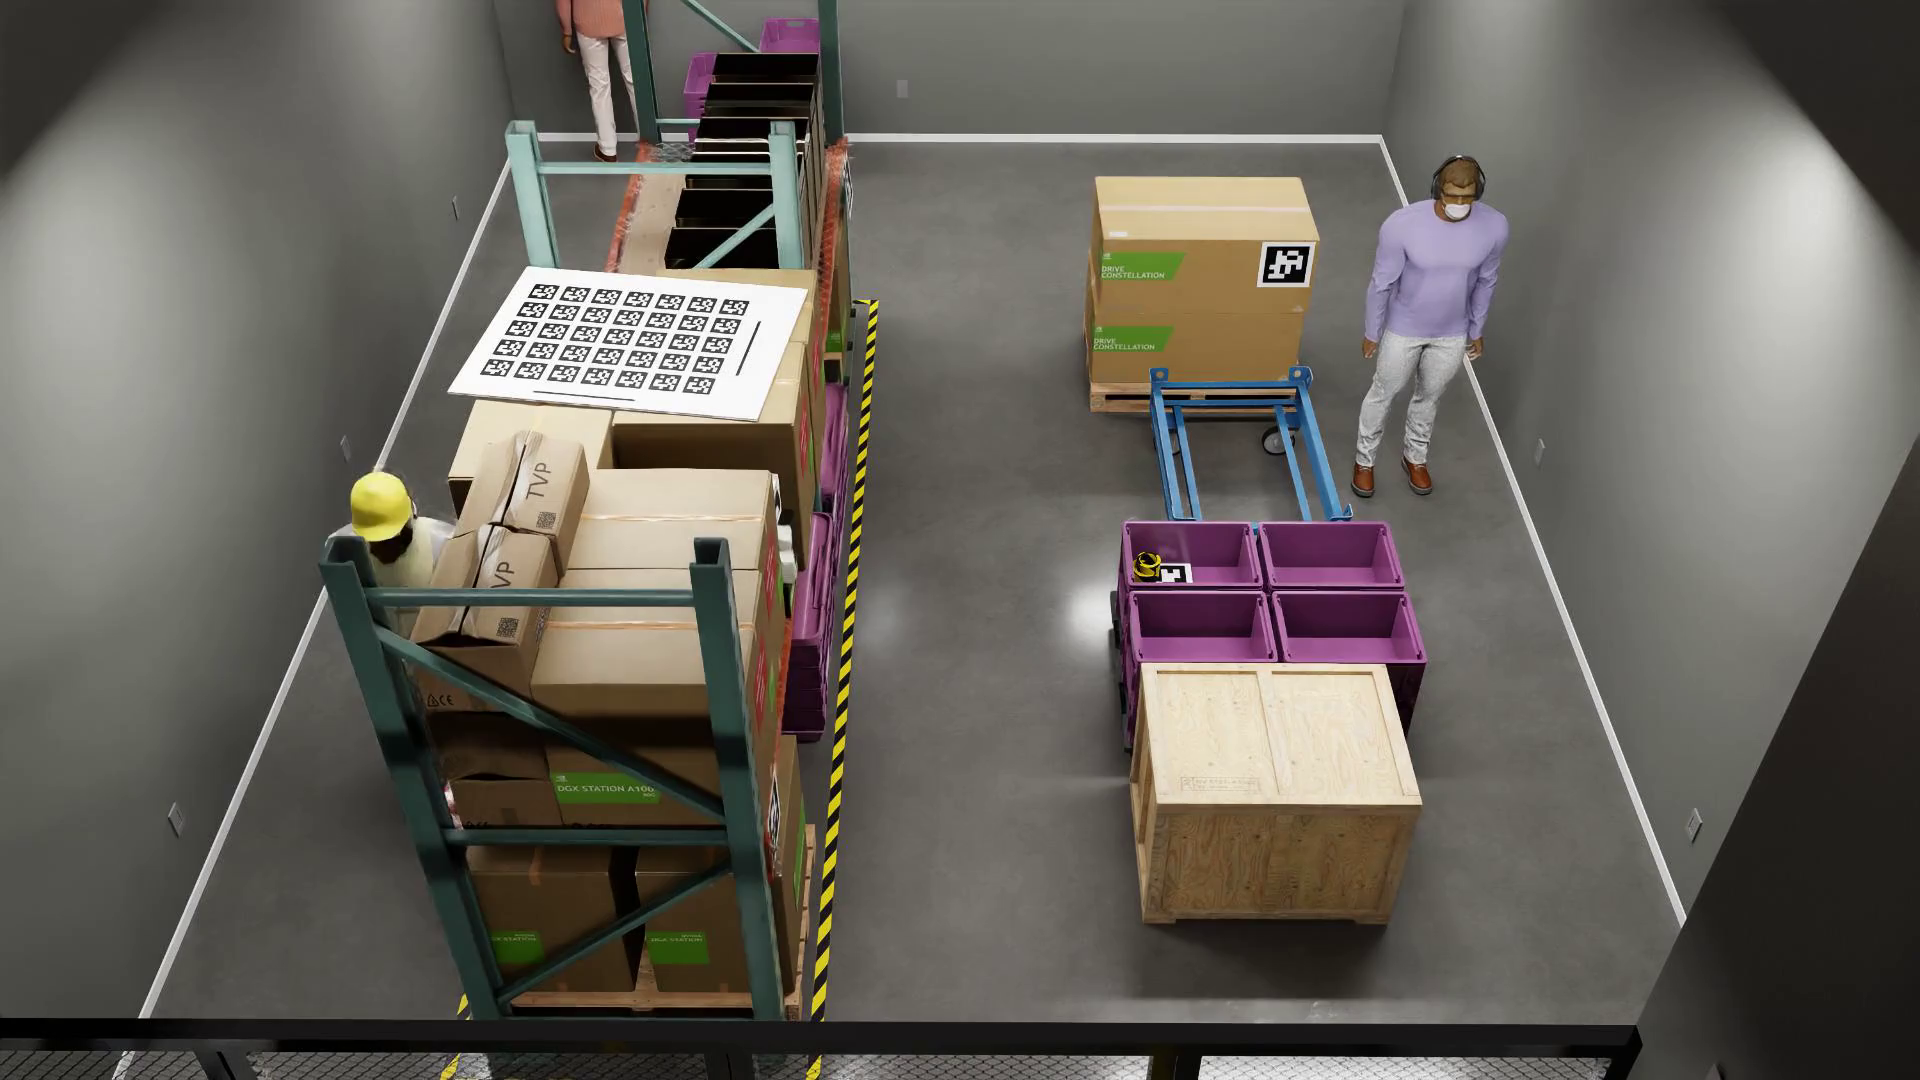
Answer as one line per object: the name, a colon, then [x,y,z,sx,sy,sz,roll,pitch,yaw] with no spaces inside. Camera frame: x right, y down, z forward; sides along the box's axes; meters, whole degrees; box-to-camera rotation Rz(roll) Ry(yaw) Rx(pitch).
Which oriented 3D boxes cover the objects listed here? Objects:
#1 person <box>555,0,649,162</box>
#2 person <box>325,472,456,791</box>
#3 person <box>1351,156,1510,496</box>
person: [-2.350,-3.426,10.978,0.613,1.995,0.390,-14,43,-16]
person: [-2.177,0.353,6.820,0.604,1.805,0.843,-3,41,-4]
person: [2.323,-1.055,8.316,0.636,1.938,0.354,-1,41,-2]
